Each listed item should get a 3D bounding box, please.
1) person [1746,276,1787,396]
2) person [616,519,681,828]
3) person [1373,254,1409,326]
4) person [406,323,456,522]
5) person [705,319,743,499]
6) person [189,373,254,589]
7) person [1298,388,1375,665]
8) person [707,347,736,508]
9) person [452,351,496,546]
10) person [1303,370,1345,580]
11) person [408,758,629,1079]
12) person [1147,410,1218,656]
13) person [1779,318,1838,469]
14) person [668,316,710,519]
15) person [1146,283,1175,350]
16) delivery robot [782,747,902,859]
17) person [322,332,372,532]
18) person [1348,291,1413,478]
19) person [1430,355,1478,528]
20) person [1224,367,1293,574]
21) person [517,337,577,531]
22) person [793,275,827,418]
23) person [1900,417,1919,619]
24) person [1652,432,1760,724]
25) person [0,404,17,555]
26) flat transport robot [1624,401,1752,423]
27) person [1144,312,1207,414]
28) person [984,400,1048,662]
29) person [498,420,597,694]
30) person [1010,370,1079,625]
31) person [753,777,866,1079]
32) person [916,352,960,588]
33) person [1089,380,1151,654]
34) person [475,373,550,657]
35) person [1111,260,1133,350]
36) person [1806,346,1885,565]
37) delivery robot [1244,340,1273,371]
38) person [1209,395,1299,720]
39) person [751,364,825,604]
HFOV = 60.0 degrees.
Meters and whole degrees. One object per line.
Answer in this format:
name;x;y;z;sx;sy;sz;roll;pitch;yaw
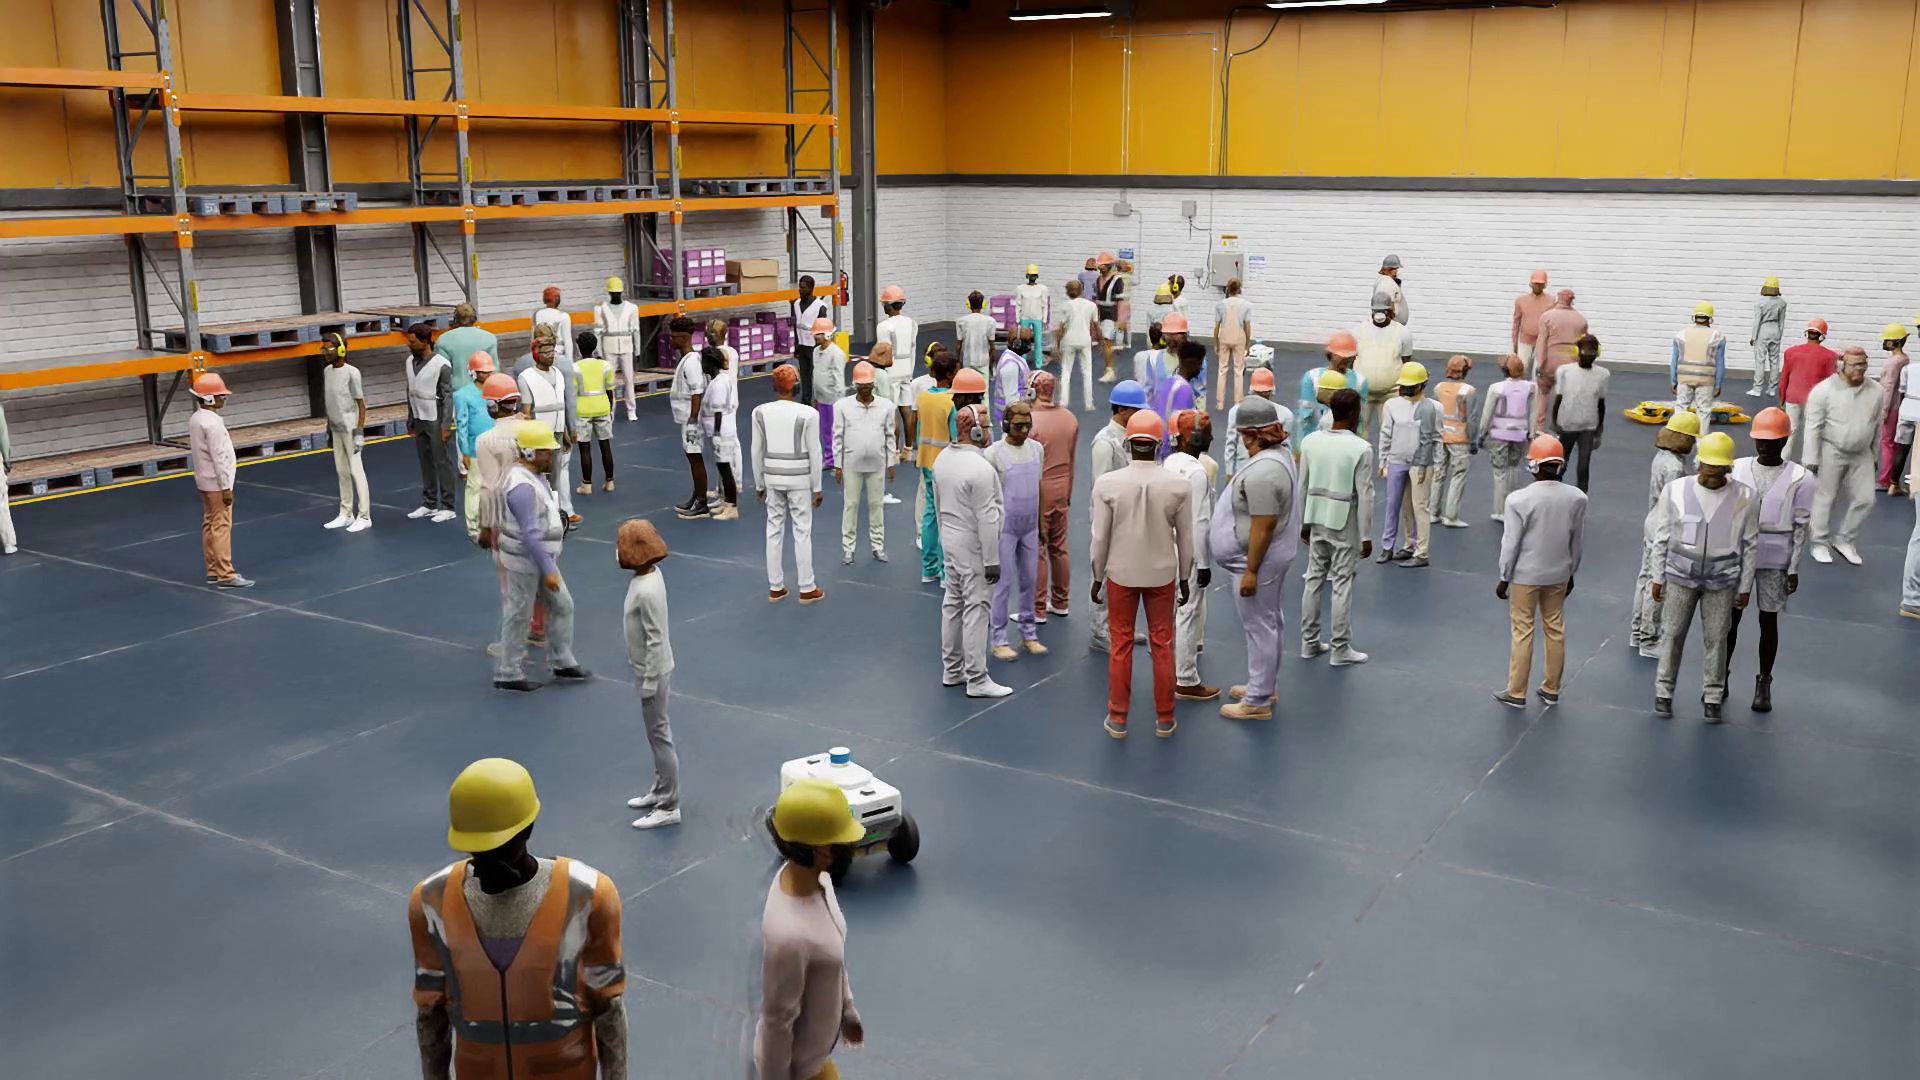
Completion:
person;11.845;-2.990;24.427;0.486;1.744;0.310;-1;13;-5
person;-1.632;0.691;8.700;0.266;1.631;0.507;-3;13;-14
person;6.452;-3.259;24.941;0.539;2.000;0.689;0;13;1
person;-5.096;-1.137;16.019;0.587;1.914;0.391;9;16;34
person;-2.439;-1.337;17.032;0.329;1.844;0.509;6;14;24
person;-6.032;-0.482;13.526;0.330;1.751;0.564;-11;17;-38
person;2.579;-0.091;11.475;0.370;1.914;0.597;-11;17;-39
person;-2.361;-1.083;16.378;0.306;1.641;0.523;-4;13;-15
person;-4.299;-0.838;15.065;0.331;1.753;0.561;8;15;32
person;3.042;-0.538;13.792;0.294;1.744;0.487;5;14;22
person;-1.204;1.499;4.589;0.588;1.918;0.400;0;13;0
person;1.536;-0.034;11.583;0.573;1.749;0.324;-11;17;-40
person;9.288;-1.558;18.230;0.573;1.738;0.352;9;16;35
person;-2.624;-1.190;16.129;0.363;1.963;0.612;-3;13;-13
person;2.814;-2.679;23.079;0.483;1.745;0.301;10;17;38
delivery robot;-0.599;1.278;8.313;0.477;0.478;0.707;-9;16;-34
person;-5.762;-1.010;15.558;0.517;1.873;0.334;9;16;33
person;4.556;-1.695;18.159;0.682;2.000;0.537;4;14;18
person;4.646;-0.932;15.752;0.330;1.629;0.528;-6;14;-26
person;2.492;-0.574;13.926;0.562;1.750;0.327;2;13;7
person;-3.840;-0.962;15.402;0.389;1.846;0.567;6;14;24
person;-1.998;-2.580;22.263;0.588;1.920;0.398;12;18;42
person;7.411;-0.396;12.624;0.376;1.995;0.612;8;15;32
person;4.594;0.228;10.298;0.594;1.824;0.403;6;14;23
person;-8.552;-0.650;14.499;0.514;1.642;0.310;-9;16;-36
flat transport robot;9.669;-1.707;22.087;1.431;0.197;0.652;-1;13;-3
person;1.993;-1.113;15.620;0.615;2.045;0.381;7;15;29
person;0.382;-0.067;11.557;0.515;1.835;0.355;-9;16;-34
person;-2.696;0.123;10.792;0.739;1.804;0.609;0;13;-2
person;0.597;-0.321;12.495;0.400;1.907;0.645;12;18;42
person;-0.535;1.507;4.946;0.846;1.732;0.525;0;13;-1
person;-0.138;-0.567;13.534;0.387;1.919;0.594;-9;16;-35
person;1.126;-0.165;11.754;0.416;1.939;0.604;7;15;29
person;-3.151;-0.172;11.651;0.393;1.995;0.612;7;15;26
person;2.952;-4.273;30.245;0.313;1.632;0.519;11;17;39
person;7.565;-0.707;14.203;0.667;1.887;0.541;0;13;1
delivery robot;4.779;-2.956;26.667;0.477;0.478;0.707;6;15;26
person;1.822;0.098;10.379;0.536;2.000;0.682;5;14;20
person;-1.342;-0.432;13.027;0.575;1.883;0.362;4;14;18
